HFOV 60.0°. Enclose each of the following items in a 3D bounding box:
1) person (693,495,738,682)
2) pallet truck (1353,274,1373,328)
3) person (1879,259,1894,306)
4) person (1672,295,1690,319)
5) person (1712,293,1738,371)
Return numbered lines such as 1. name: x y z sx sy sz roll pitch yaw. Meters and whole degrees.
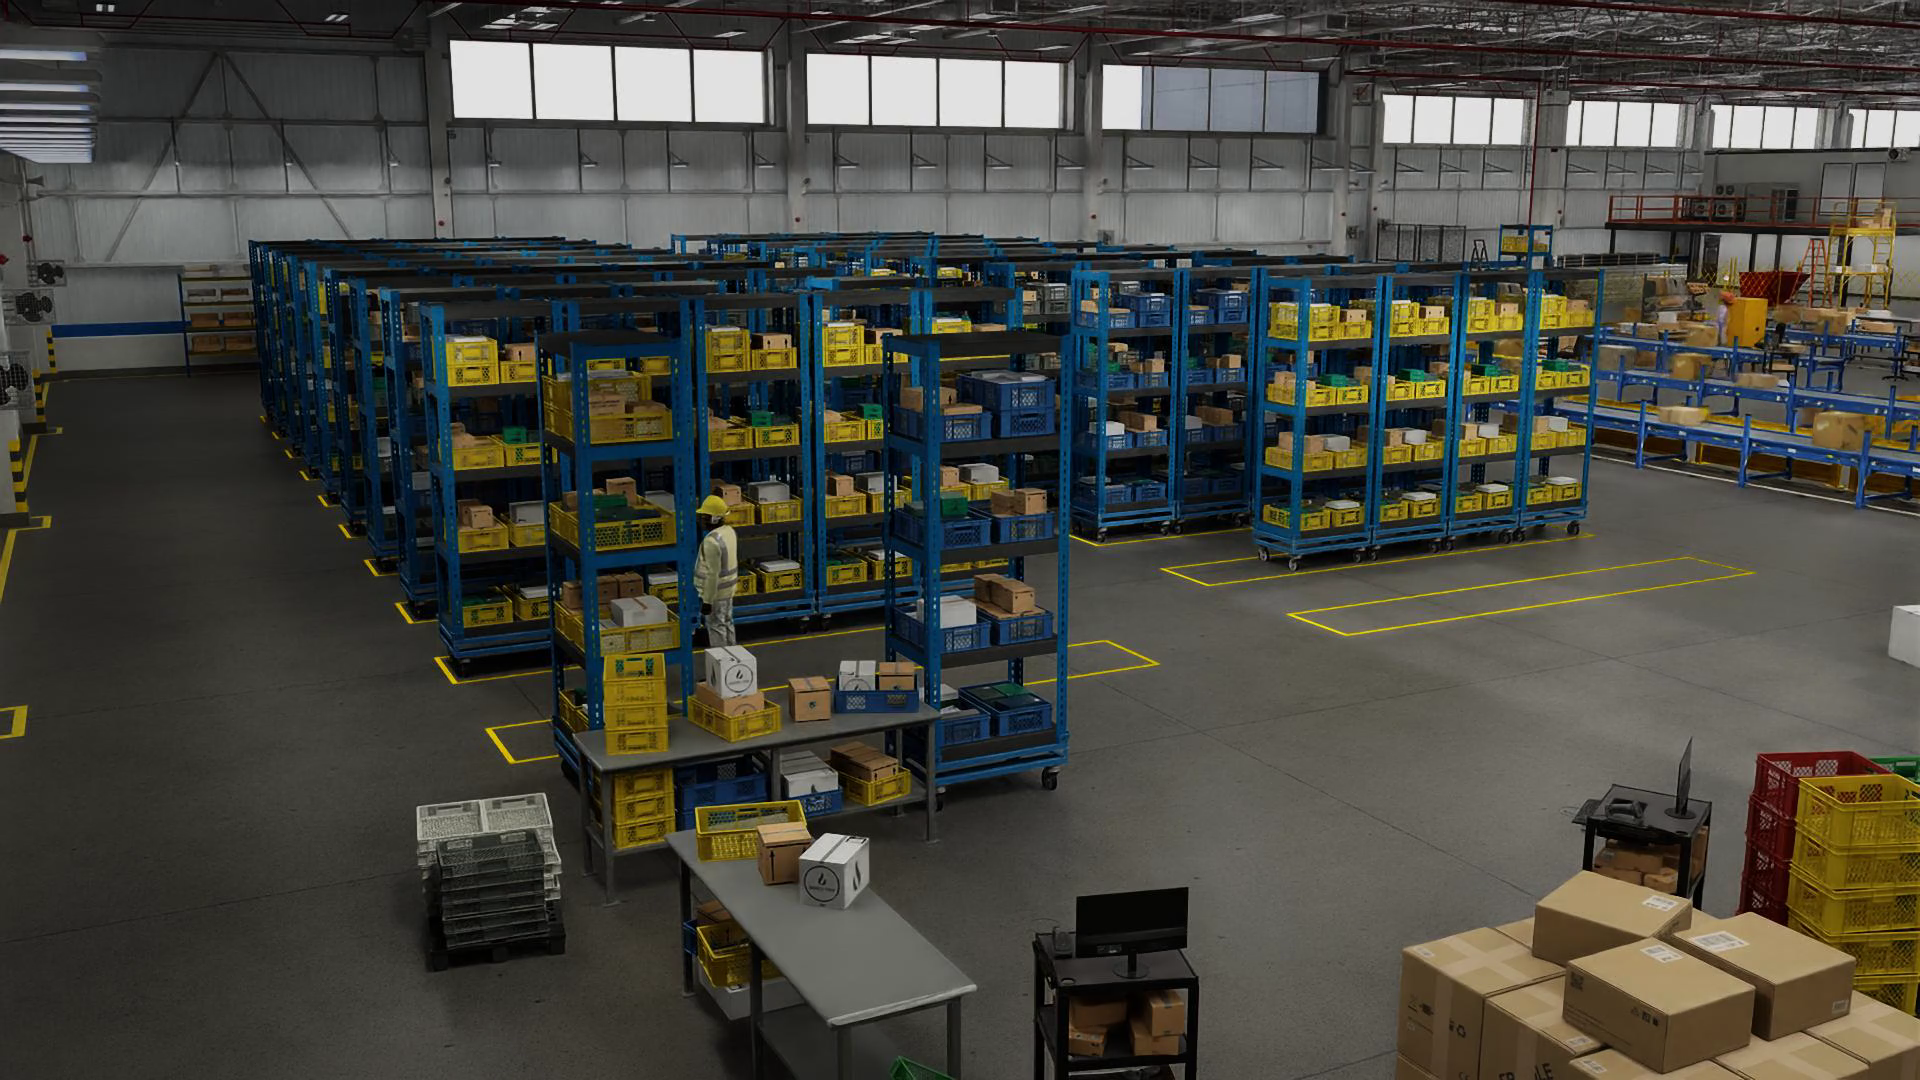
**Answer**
1. person: -2.310 0.479 15.726 0.404 1.835 0.600 2 12 11
2. pallet truck: 13.011 -8.050 55.243 0.823 1.965 1.885 -7 14 -28
3. person: 36.169 -10.028 64.855 0.517 1.843 0.325 -9 15 -35
4. person: 21.655 -6.845 49.847 0.539 1.887 0.678 -4 13 -19
5. person: 19.565 -5.345 42.661 0.814 1.982 0.658 4 13 18
